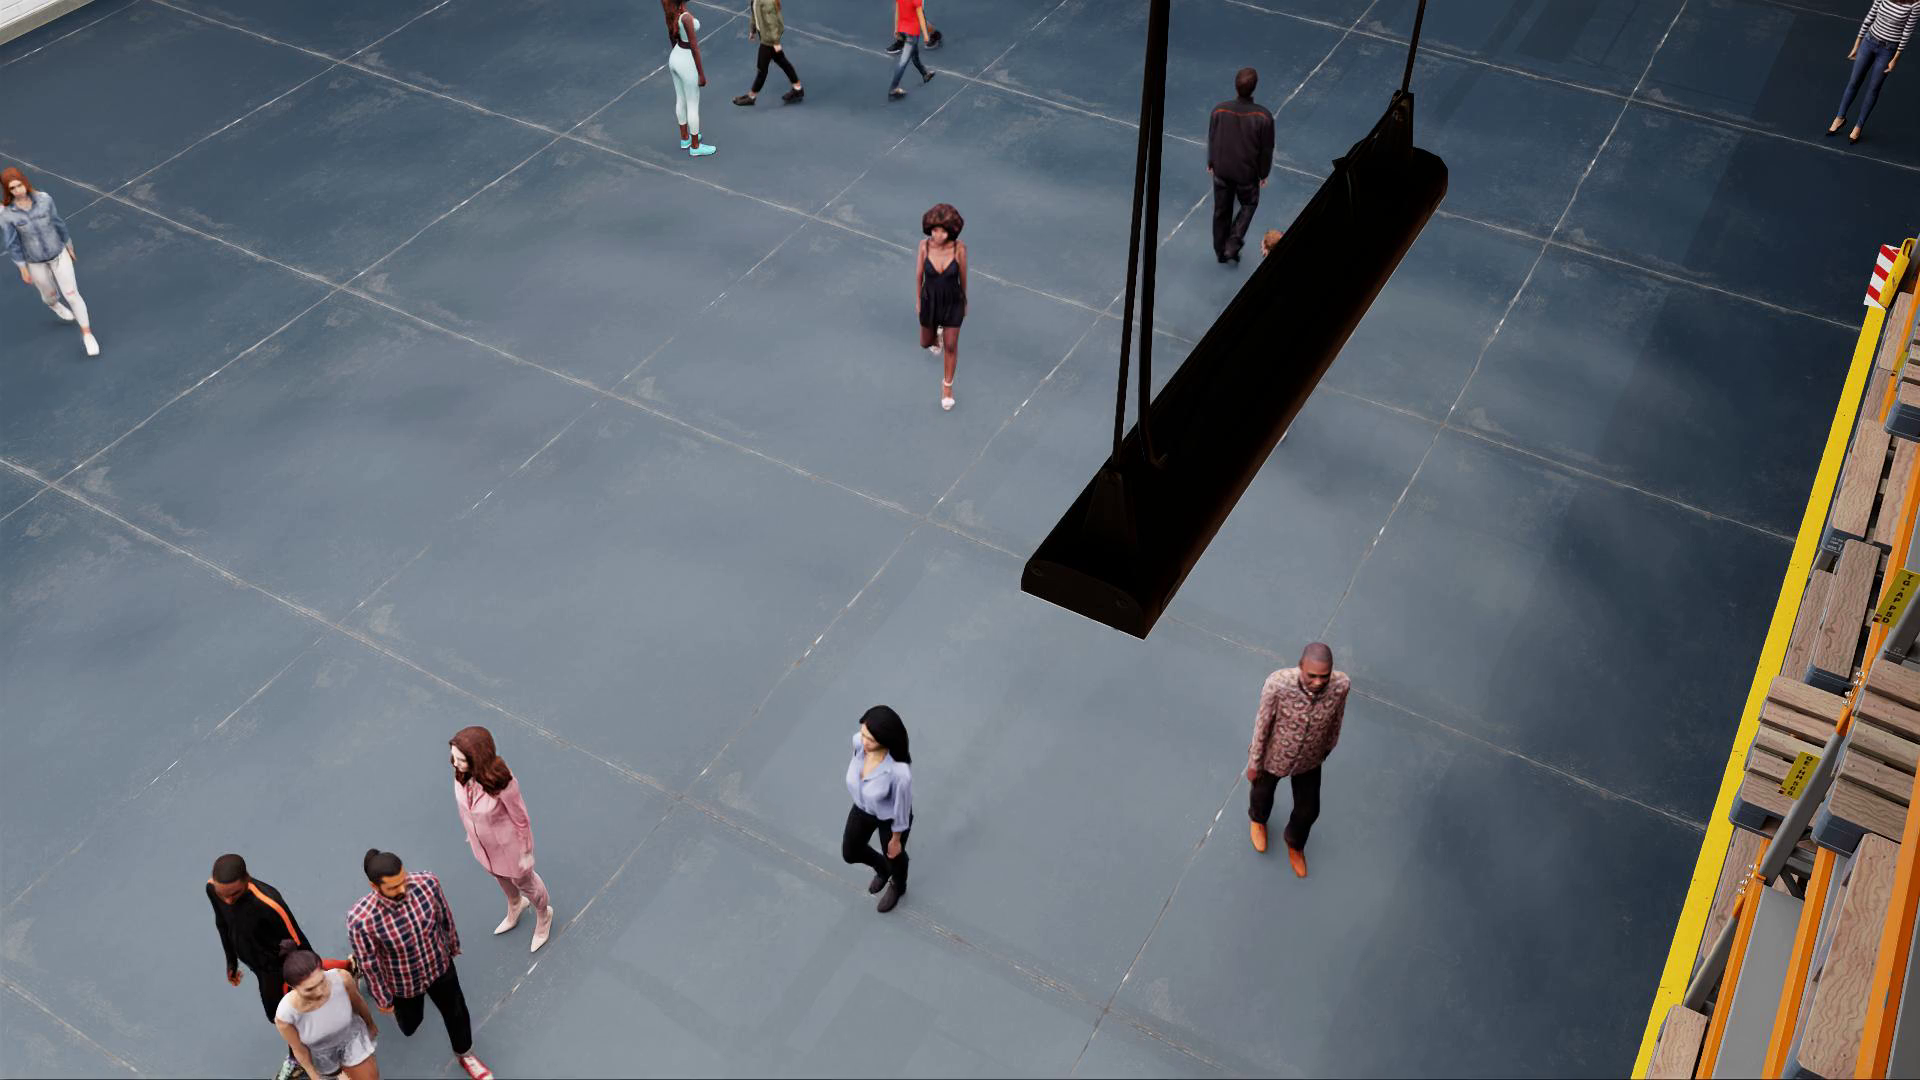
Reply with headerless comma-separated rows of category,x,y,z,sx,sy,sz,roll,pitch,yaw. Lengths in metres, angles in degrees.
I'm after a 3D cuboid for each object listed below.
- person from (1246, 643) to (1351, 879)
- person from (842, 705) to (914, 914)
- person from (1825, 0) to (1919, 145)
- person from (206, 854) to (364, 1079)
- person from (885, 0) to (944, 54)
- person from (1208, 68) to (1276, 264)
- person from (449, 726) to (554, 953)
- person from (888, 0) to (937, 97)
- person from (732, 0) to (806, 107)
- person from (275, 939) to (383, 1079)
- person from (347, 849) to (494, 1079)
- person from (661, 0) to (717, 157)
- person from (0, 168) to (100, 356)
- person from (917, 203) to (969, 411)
person,1.919,1.157,9.714,0.860,1.788,0.910,2,44,2
person,-0.367,1.507,9.385,0.700,1.734,0.673,32,52,29
person,8.713,-4.628,15.781,0.577,1.796,0.630,-32,52,-29
person,-3.545,2.109,8.720,0.607,1.780,1.062,21,47,21
person,-0.456,-5.660,17.265,0.904,1.243,0.792,-16,46,-16
person,2.340,-3.114,14.167,0.792,1.830,0.772,14,45,15
person,-2.534,1.637,9.199,0.613,1.803,0.502,21,48,21
person,-0.557,-5.030,16.578,0.937,1.277,0.658,-32,52,-29
person,-1.809,-4.962,16.393,1.043,1.434,0.969,-13,45,-13
person,-3.213,2.505,8.437,1.022,1.597,0.886,-29,51,-27
person,-2.872,2.187,8.664,1.039,1.744,0.961,-31,52,-29
person,-2.584,-4.457,15.652,0.632,1.725,0.630,-30,51,-28
person,-7.403,-2.305,13.428,1.020,1.677,0.928,-31,52,-29
person,-0.134,-1.863,12.894,0.799,1.775,0.969,1,44,1
